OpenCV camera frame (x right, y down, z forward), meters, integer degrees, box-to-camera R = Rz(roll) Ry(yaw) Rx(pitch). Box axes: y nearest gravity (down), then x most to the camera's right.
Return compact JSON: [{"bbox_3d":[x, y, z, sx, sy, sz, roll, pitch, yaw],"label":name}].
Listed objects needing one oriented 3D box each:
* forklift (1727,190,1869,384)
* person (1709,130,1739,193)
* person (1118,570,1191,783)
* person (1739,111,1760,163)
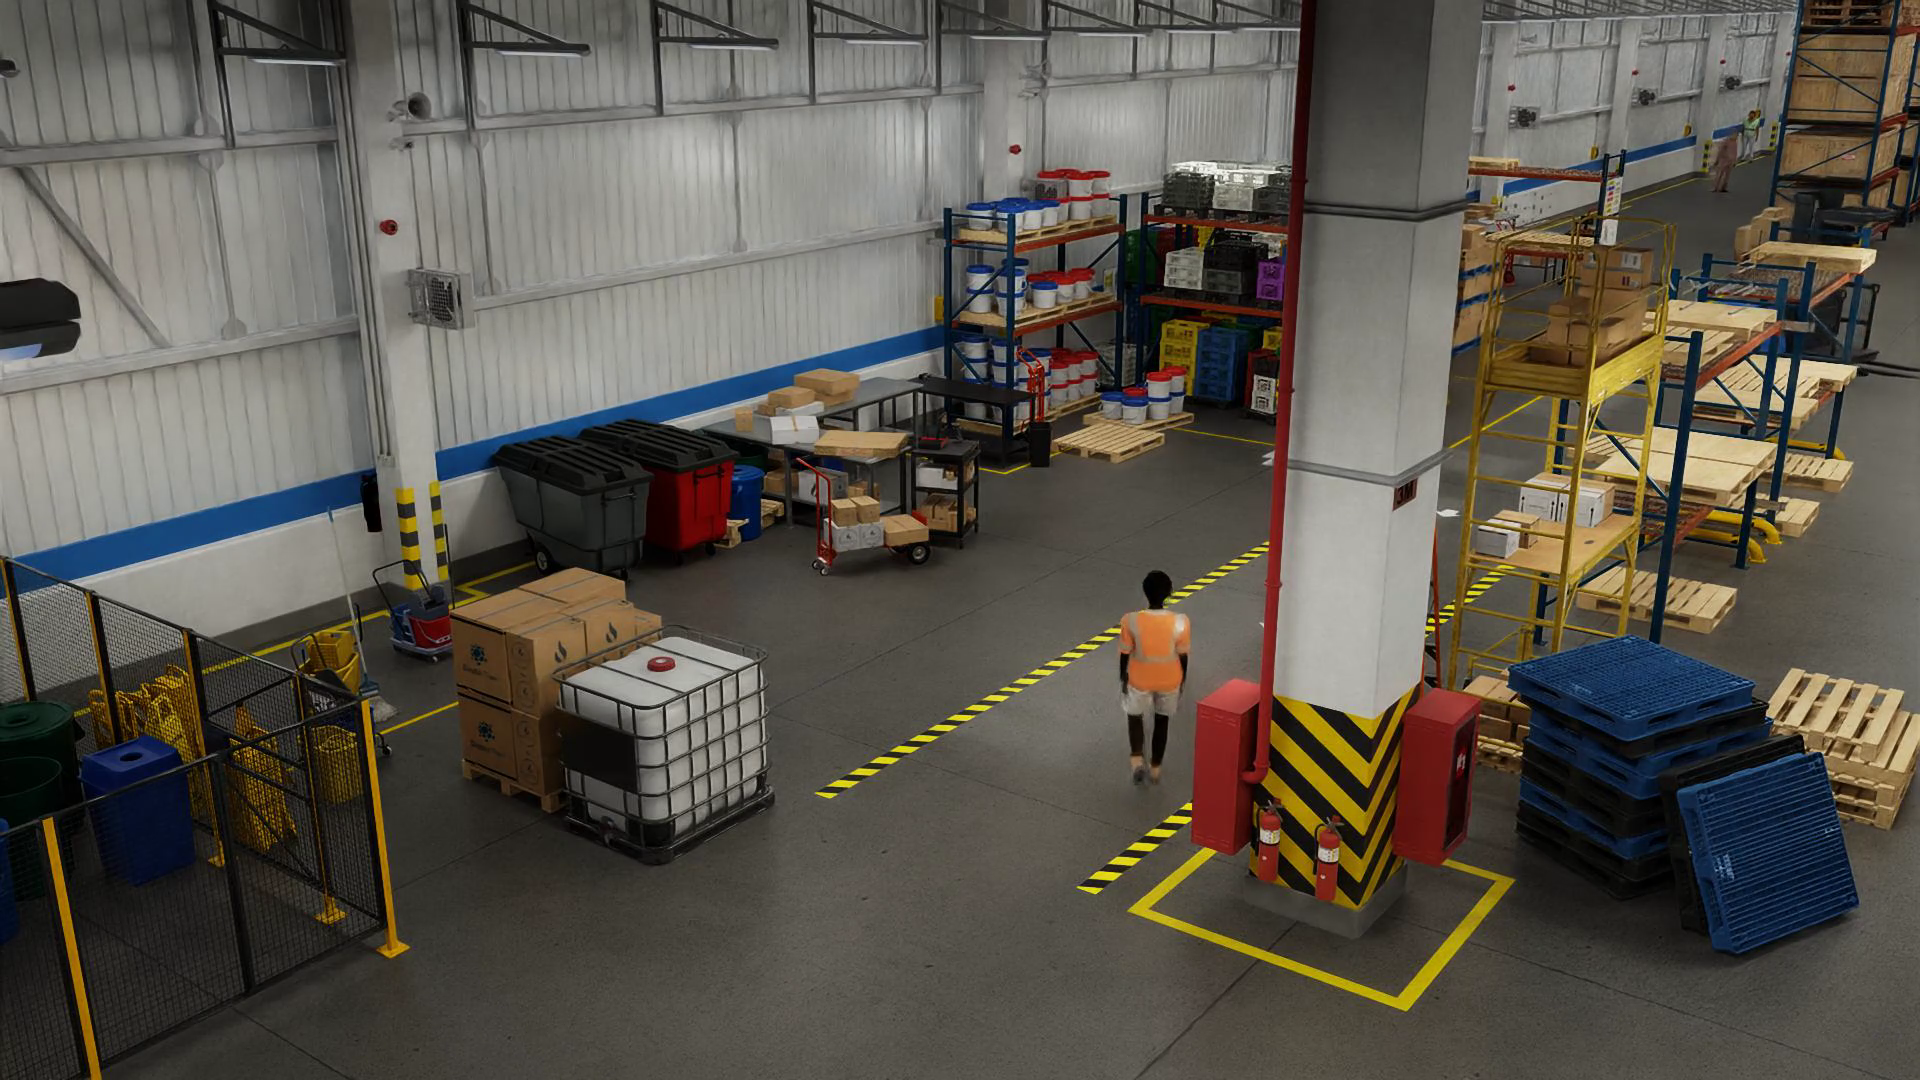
[{"bbox_3d":[13.120,-3.988,25.824,1.129,2.768,1.873,-13,22,-34],"label":"forklift"},{"bbox_3d":[23.029,-11.375,50.054,0.797,1.872,0.406,-8,20,-22],"label":"person"},{"bbox_3d":[1.435,1.052,12.301,0.539,1.682,0.446,1,18,4],"label":"person"},{"bbox_3d":[28.157,-14.369,59.277,0.580,1.832,0.403,17,25,42],"label":"person"}]
